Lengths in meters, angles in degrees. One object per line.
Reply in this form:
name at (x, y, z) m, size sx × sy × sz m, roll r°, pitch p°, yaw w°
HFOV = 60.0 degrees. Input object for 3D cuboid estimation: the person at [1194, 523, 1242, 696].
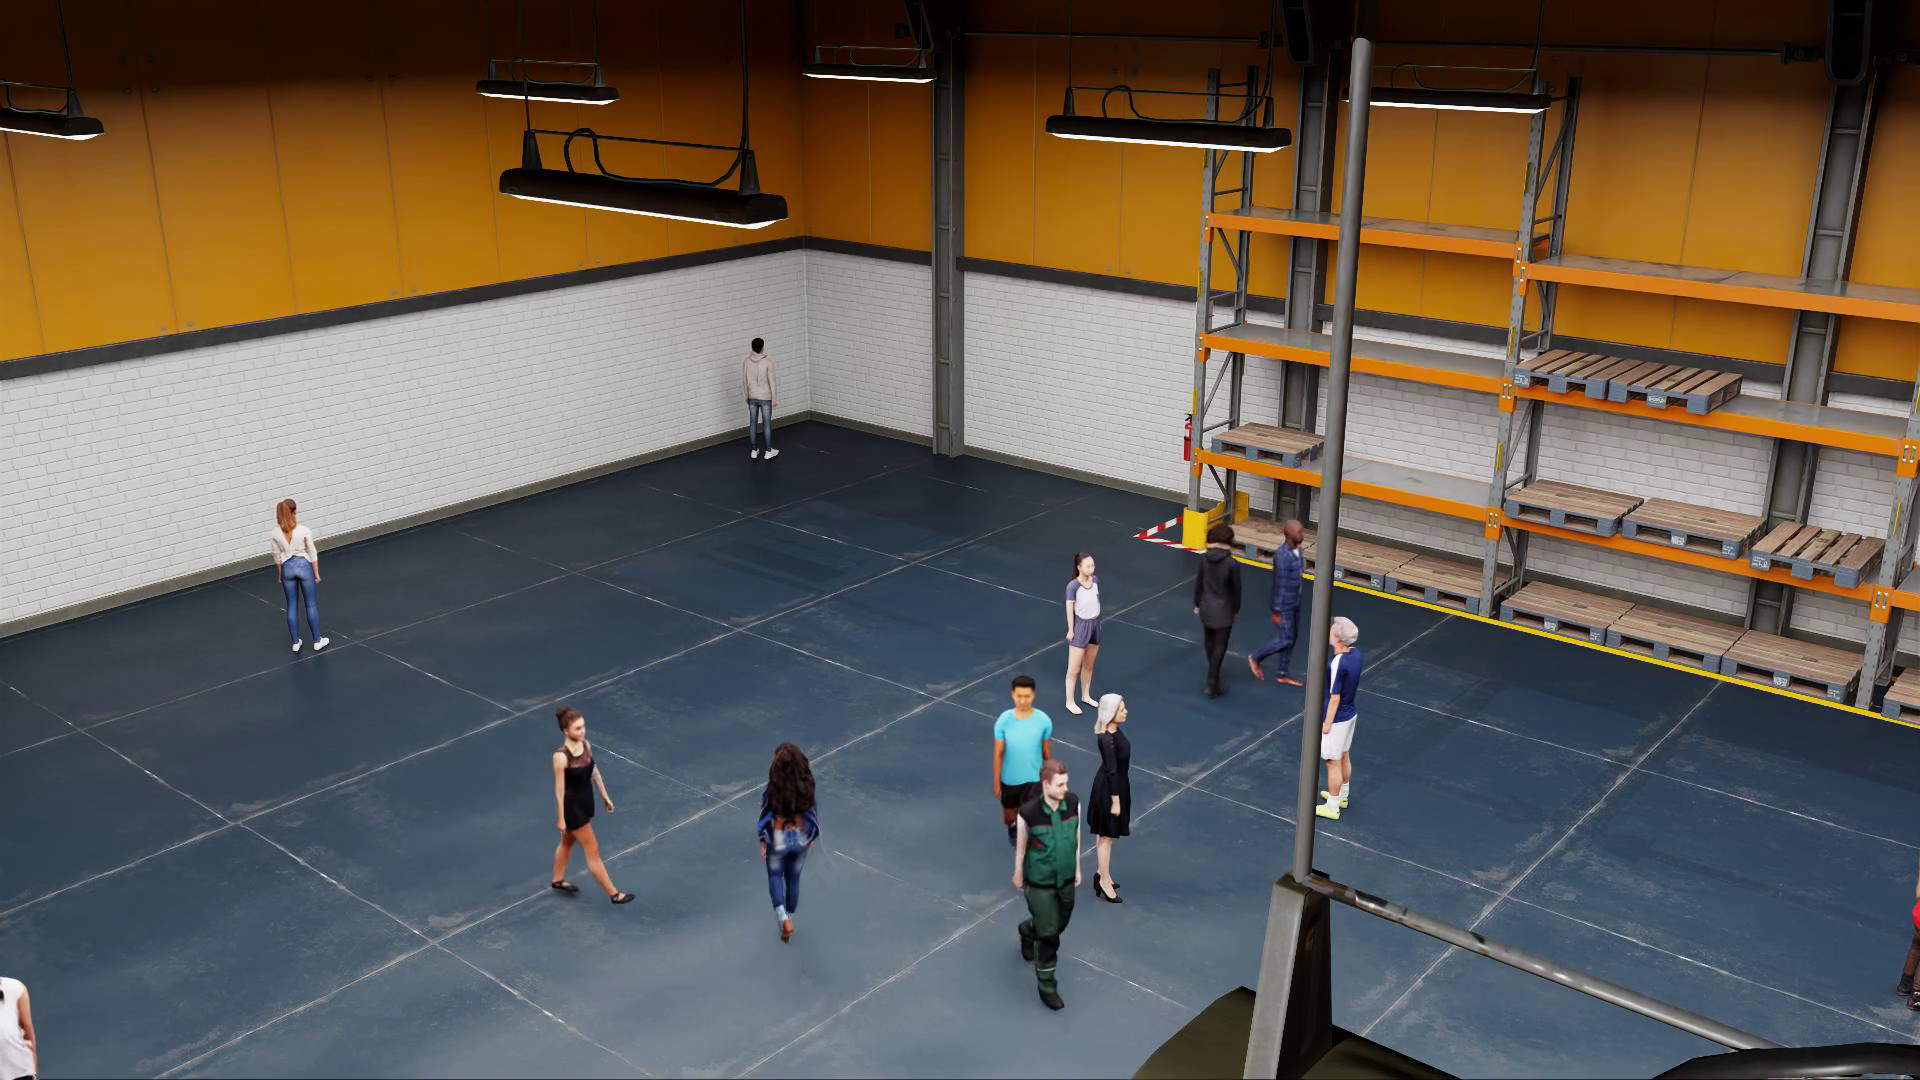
person at (2.605, 0.728, 17.006) m, size 0.960 × 1.752 × 0.744 m, roll 15°, pitch 24°, yaw 37°

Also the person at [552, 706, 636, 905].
person at (-3.099, 2.091, 13.134) m, size 1.117 × 1.639 × 0.819 m, roll 7°, pitch 20°, yaw 19°

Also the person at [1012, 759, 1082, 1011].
person at (0.622, 2.395, 11.970) m, size 0.913 × 1.807 × 1.166 m, roll -9°, pitch 20°, yaw -24°

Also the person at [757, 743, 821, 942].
person at (-1.279, 2.314, 12.508) m, size 0.832 × 1.616 × 0.899 m, roll -6°, pitch 20°, yaw -17°

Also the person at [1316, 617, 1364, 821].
person at (3.297, 1.530, 14.488) m, size 0.586 × 1.839 × 0.656 m, roll 12°, pitch 22°, yaw 31°

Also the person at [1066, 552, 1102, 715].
person at (1.229, 0.910, 16.625) m, size 0.619 × 1.650 × 0.555 m, roll -16°, pitch 25°, yaw -40°

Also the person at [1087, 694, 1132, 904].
person at (1.196, 2.021, 13.176) m, size 0.738 × 1.747 × 0.698 m, roll 1°, pitch 19°, yaw 3°

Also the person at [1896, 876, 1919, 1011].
person at (6.908, 2.721, 11.826) m, size 0.610 × 1.281 × 0.576 m, roll 3°, pitch 19°, yaw 8°

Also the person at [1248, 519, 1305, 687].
person at (3.298, 0.637, 17.187) m, size 0.836 × 1.809 × 0.707 m, roll 12°, pitch 22°, yaw 31°

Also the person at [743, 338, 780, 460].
person at (-3.082, -2.185, 25.499) m, size 0.680 × 1.853 × 0.815 m, roll 4°, pitch 19°, yaw 13°

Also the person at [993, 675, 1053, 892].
person at (0.496, 1.911, 13.494) m, size 1.074 × 1.751 × 1.091 m, roll 0°, pitch 19°, yaw -1°

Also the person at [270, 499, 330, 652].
person at (-7.213, 0.373, 18.109) m, size 0.685 × 1.720 × 0.743 m, roll -2°, pitch 19°, yaw -5°
